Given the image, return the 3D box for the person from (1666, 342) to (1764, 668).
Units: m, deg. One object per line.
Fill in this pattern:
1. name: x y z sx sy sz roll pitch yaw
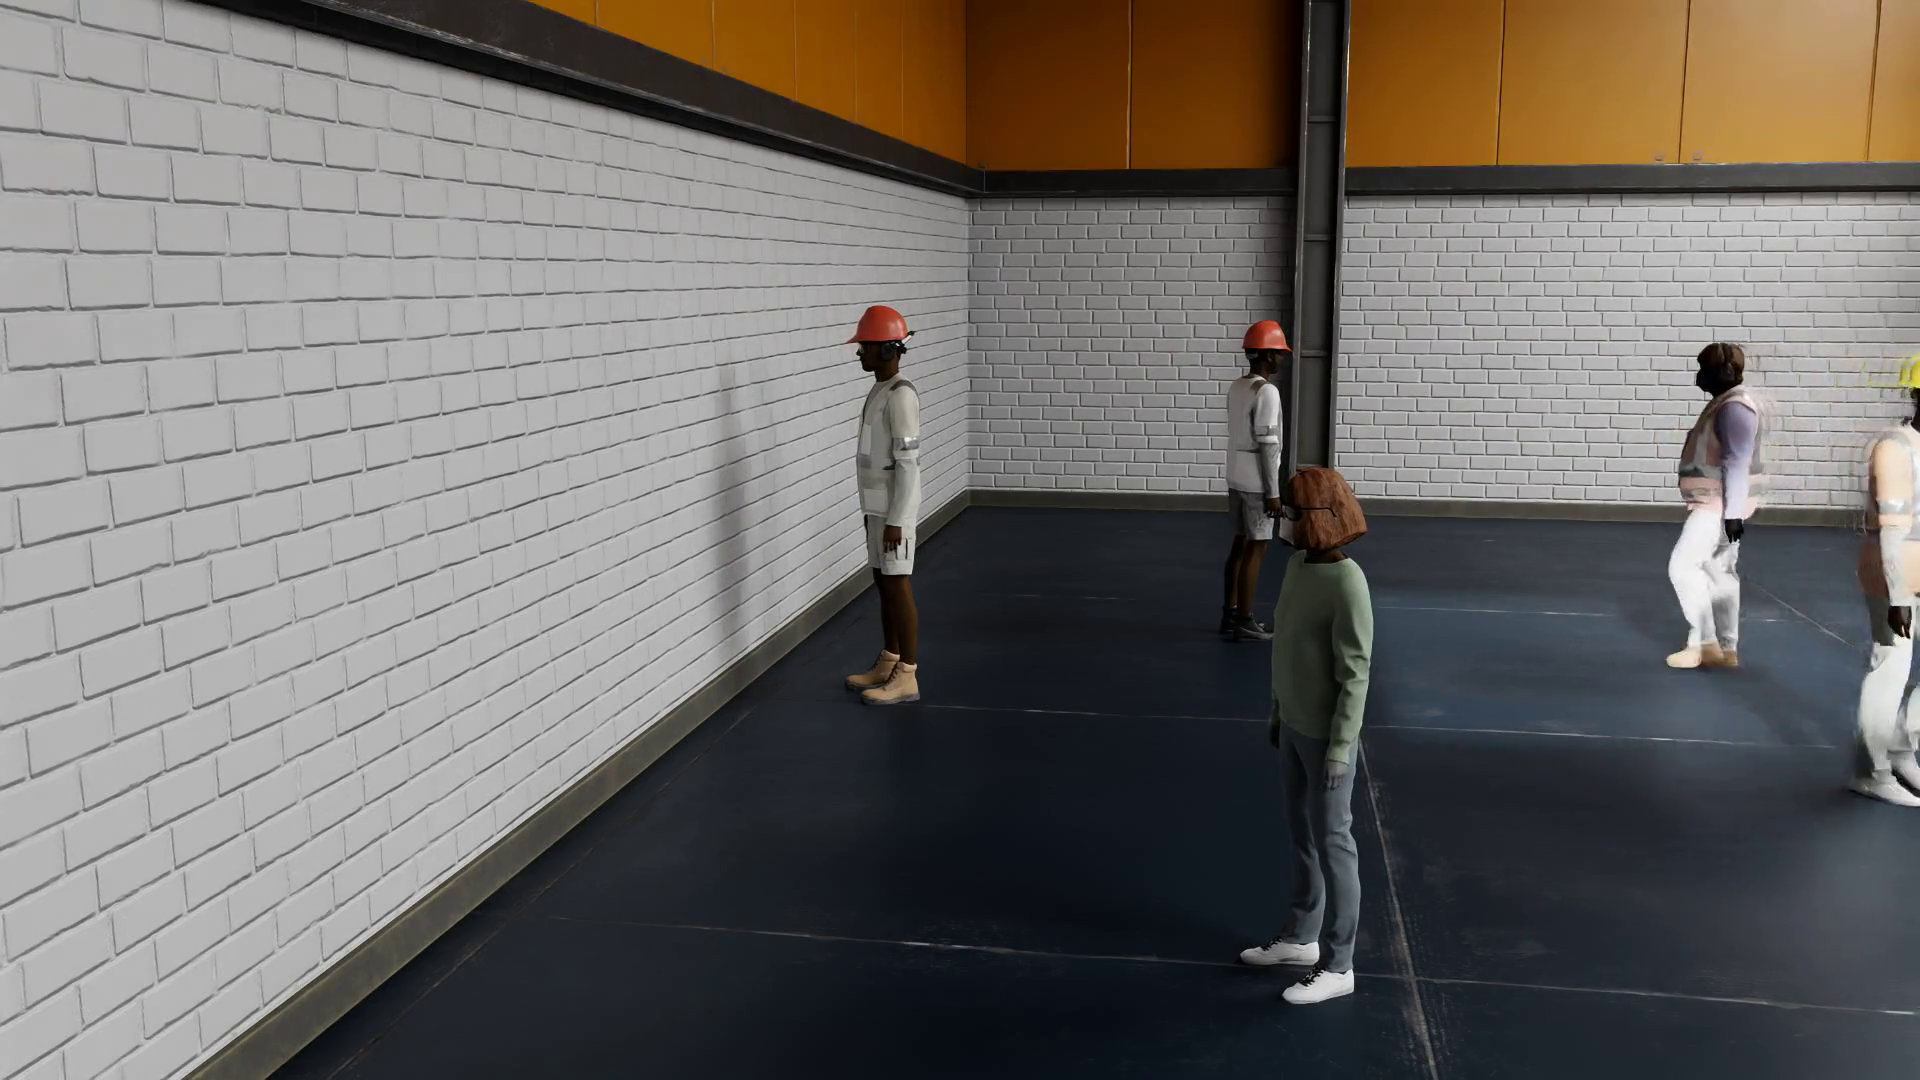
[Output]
1. person: 4.162 -0.184 9.285 0.543 1.825 0.662 3 10 20

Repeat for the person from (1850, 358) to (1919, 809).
1. person: 3.945 0.170 6.852 0.589 1.911 0.425 -6 11 -32

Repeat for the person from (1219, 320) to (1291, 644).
1. person: 1.789 -0.346 9.992 0.390 1.930 0.544 -2 9 -12

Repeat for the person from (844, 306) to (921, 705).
1. person: -0.391 -0.177 8.573 0.372 2.044 0.607 -3 10 -16

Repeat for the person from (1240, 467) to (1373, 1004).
1. person: 1.075 0.589 5.089 0.279 1.634 0.498 -2 9 -12
